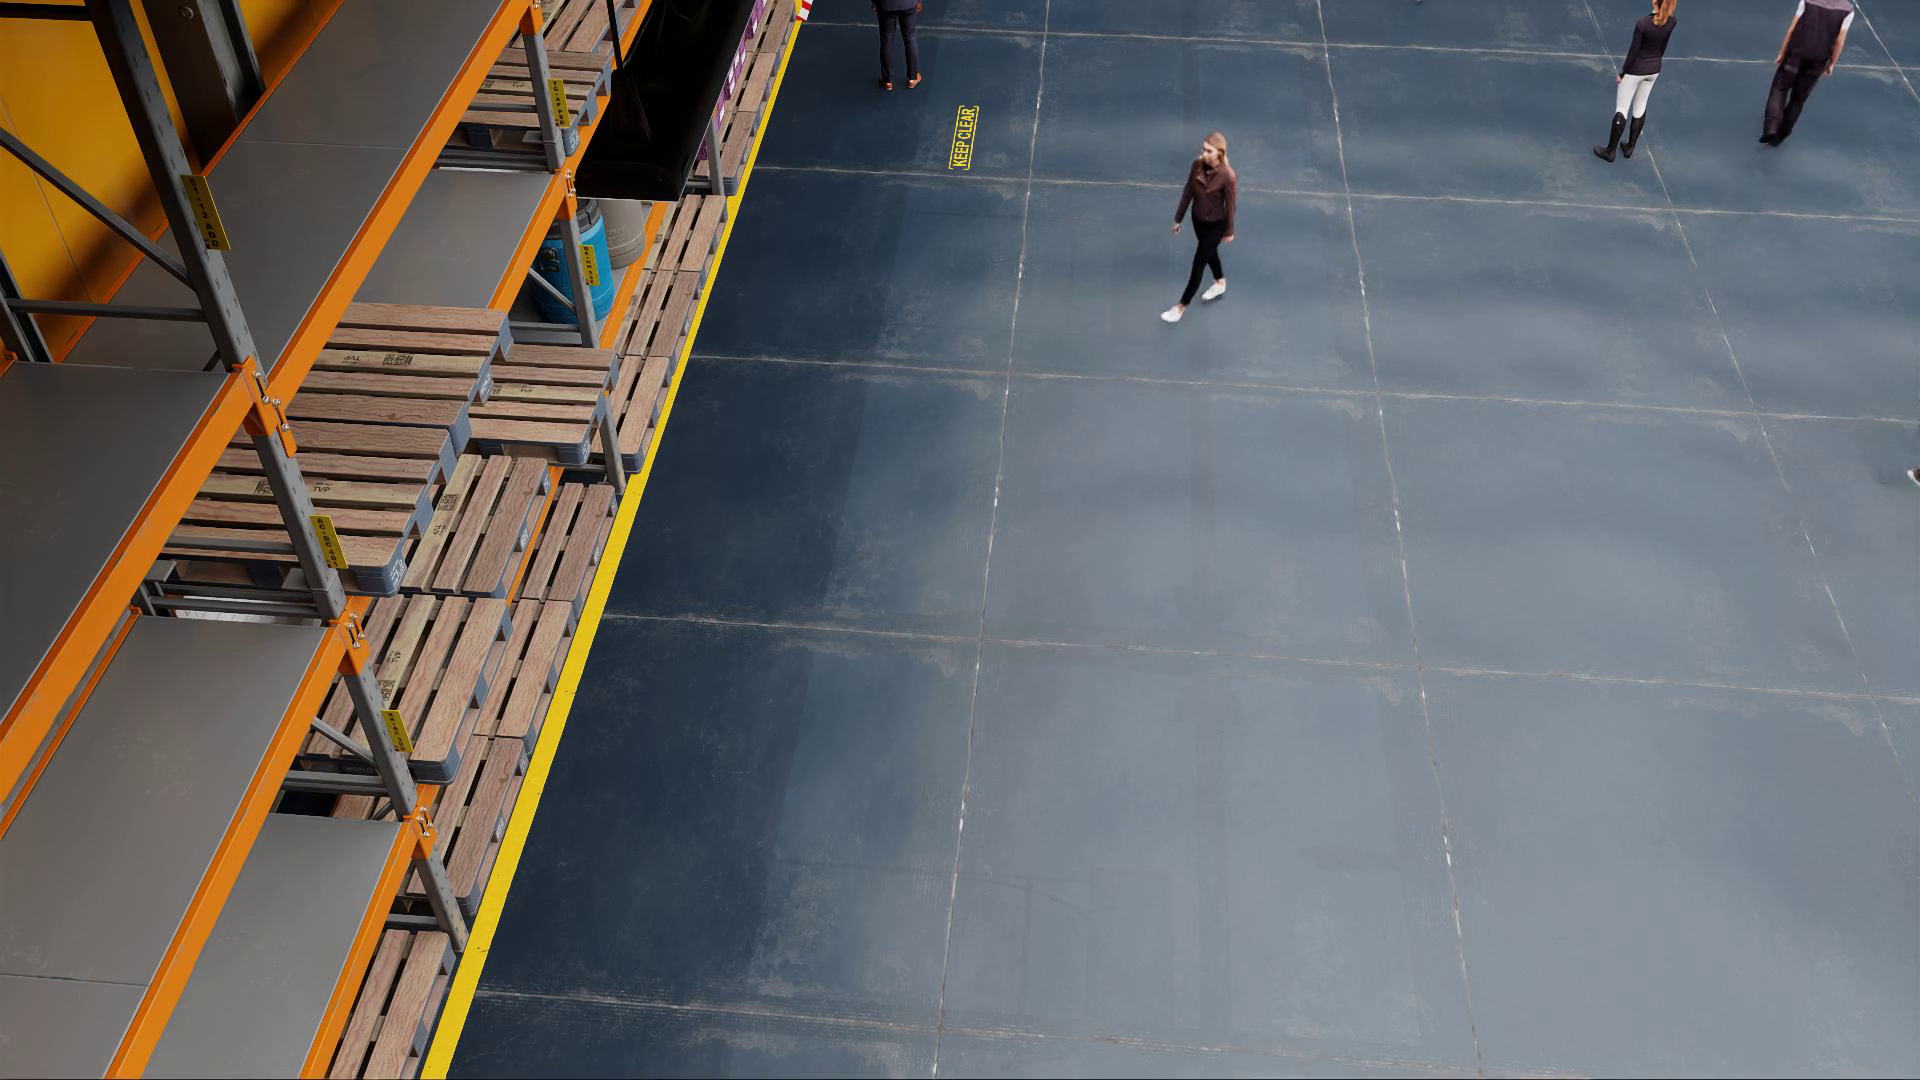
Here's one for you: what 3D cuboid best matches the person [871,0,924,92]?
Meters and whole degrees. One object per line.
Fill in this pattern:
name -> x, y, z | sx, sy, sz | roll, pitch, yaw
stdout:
person -> -0.625, -5.359, 16.549 | 0.729, 1.824, 0.650 | -3, 44, -3

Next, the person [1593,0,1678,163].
person -> 6.362, -4.367, 15.576 | 0.646, 1.729, 0.661 | -12, 45, -13

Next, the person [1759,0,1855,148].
person -> 7.944, -4.499, 15.634 | 0.843, 1.841, 0.930 | 21, 47, 20

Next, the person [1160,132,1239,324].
person -> 2.118, -2.646, 13.823 | 1.143, 1.654, 1.075 | -31, 52, -28
